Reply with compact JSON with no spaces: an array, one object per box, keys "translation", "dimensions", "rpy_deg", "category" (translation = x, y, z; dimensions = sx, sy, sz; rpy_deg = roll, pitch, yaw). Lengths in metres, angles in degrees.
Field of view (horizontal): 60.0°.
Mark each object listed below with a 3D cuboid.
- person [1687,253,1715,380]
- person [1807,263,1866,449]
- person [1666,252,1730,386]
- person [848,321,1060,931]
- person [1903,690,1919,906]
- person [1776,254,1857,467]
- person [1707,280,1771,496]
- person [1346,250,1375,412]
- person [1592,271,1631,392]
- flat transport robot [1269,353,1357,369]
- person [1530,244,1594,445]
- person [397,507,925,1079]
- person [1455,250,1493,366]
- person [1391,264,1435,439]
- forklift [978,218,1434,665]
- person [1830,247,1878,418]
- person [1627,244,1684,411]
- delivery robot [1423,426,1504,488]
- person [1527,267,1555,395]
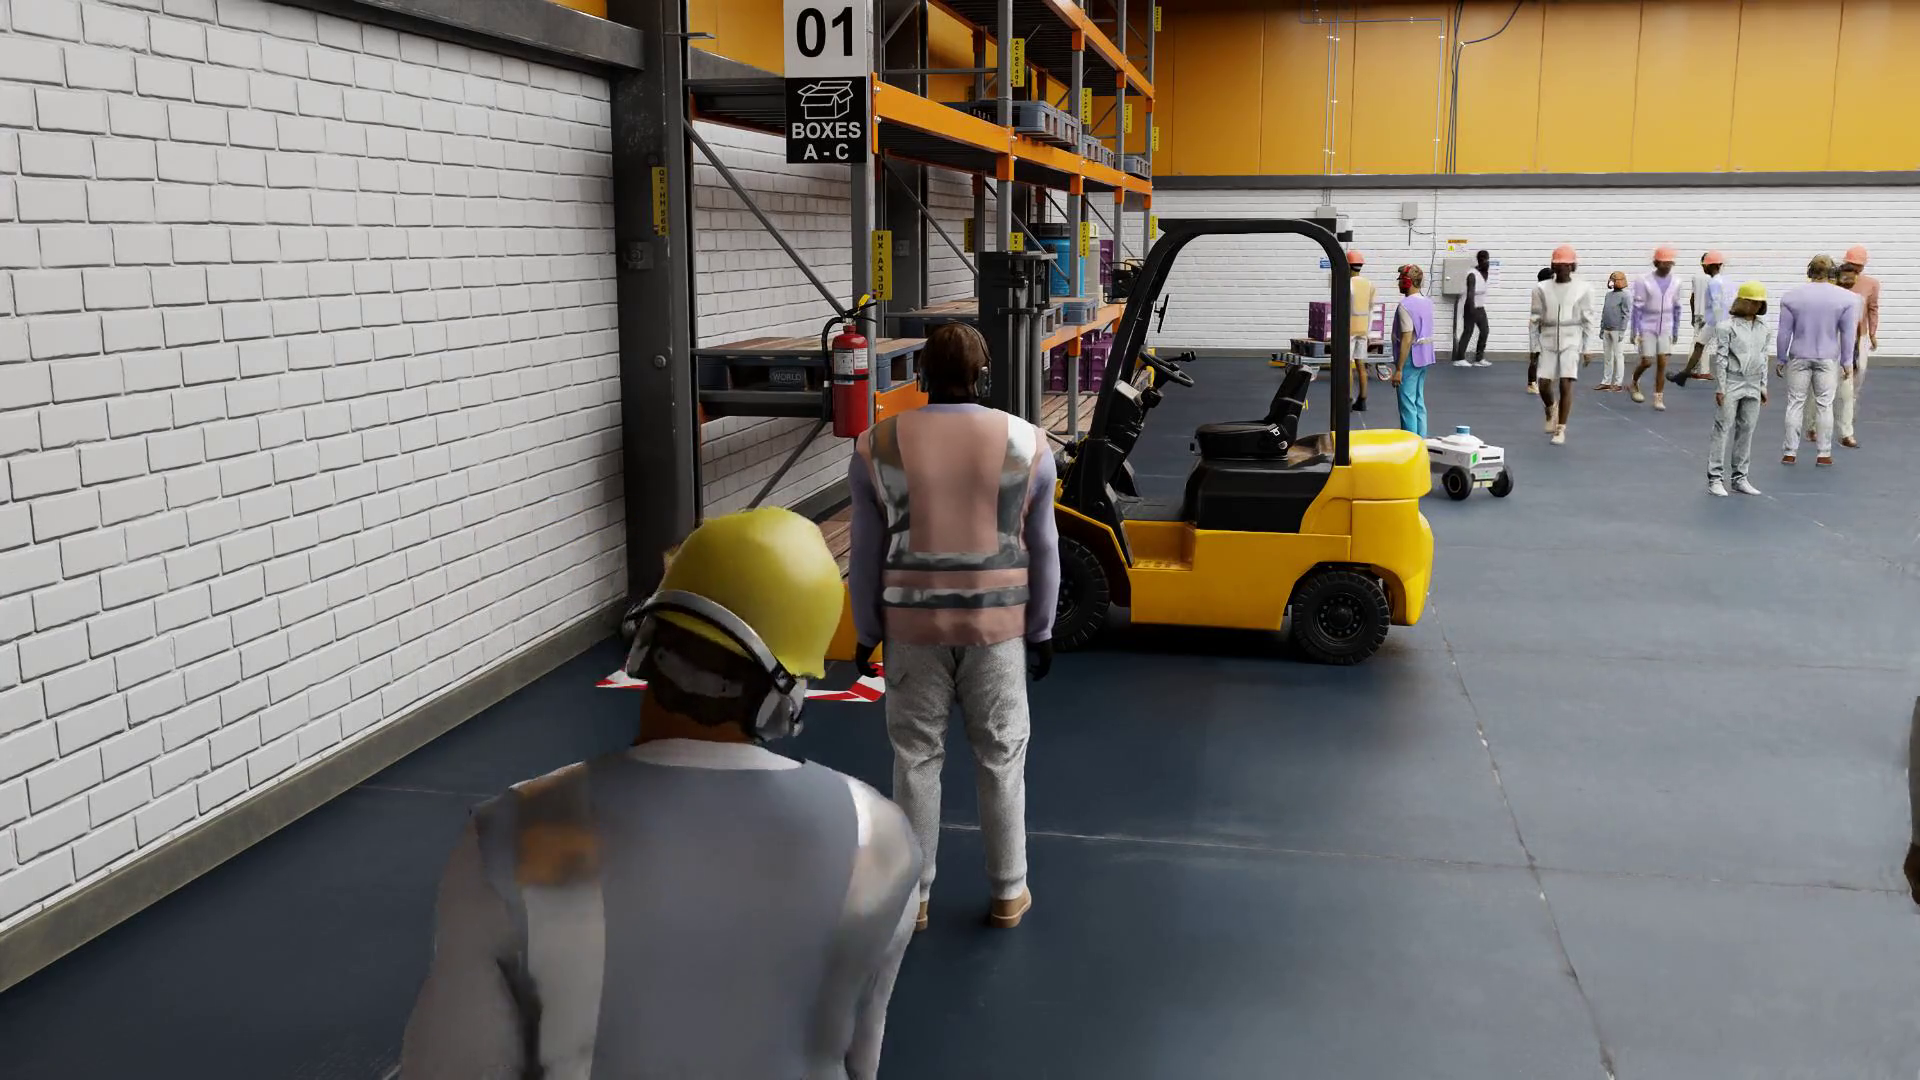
[{"translation":[10.937,-3.280,24.395],"dimensions":[0.328,1.873,0.512],"rpy_deg":[-4,11,-22],"category":"person"},{"translation":[8.825,-1.863,16.733],"dimensions":[0.547,1.838,0.807],"rpy_deg":[0,10,2],"category":"person"},{"translation":[10.397,-3.040,23.045],"dimensions":[1.018,1.876,0.552],"rpy_deg":[10,14,42],"category":"person"},{"translation":[-0.017,0.268,5.025],"dimensions":[0.631,1.842,0.428],"rpy_deg":[0,10,-1],"category":"person"},{"translation":[2.174,0.585,3.101],"dimensions":[0.741,1.916,0.633],"rpy_deg":[-4,11,-21],"category":"person"},{"translation":[7.782,-1.629,15.162],"dimensions":[0.635,1.936,0.352],"rpy_deg":[6,12,29],"category":"person"},{"translation":[6.328,-1.217,13.482],"dimensions":[0.493,1.755,0.342],"rpy_deg":[-3,11,-15],"category":"person"},{"translation":[4.686,-2.495,19.910],"dimensions":[0.551,1.935,0.372],"rpy_deg":[-6,12,-30],"category":"person"},{"translation":[8.855,-2.824,22.541],"dimensions":[0.286,1.636,0.499],"rpy_deg":[-3,11,-16],"category":"person"},{"translation":[5.719,-2.870,26.535],"dimensions":[1.431,0.197,0.652],"rpy_deg":[9,14,42],"category":"flat transport robot"},{"translation":[6.101,-1.985,16.886],"dimensions":[0.615,2.028,0.602],"rpy_deg":[6,12,28],"category":"person"},{"translation":[-0.369,0.856,1.999],"dimensions":[0.671,1.778,0.576],"rpy_deg":[-4,11,-22],"category":"person"},{"translation":[8.300,-3.709,26.735],"dimensions":[0.613,1.868,0.716],"rpy_deg":[-9,13,-39],"category":"person"},{"translation":[4.087,-1.561,15.038],"dimensions":[0.373,1.843,0.571],"rpy_deg":[8,13,36],"category":"person"},{"translation":[1.285,-0.567,8.635],"dimensions":[2.313,2.155,1.214],"rpy_deg":[2,11,11],"category":"forklift"},{"translation":[10.183,-2.366,19.128],"dimensions":[0.669,1.967,0.498],"rpy_deg":[3,11,14],"category":"person"},{"translation":[8.415,-2.579,20.167],"dimensions":[0.639,2.012,0.697],"rpy_deg":[0,10,0],"category":"person"},{"translation":[4.063,-0.681,13.478],"dimensions":[0.477,0.478,0.707],"rpy_deg":[-5,12,-23],"category":"delivery robot"},{"translation":[7.738,-2.777,22.137],"dimensions":[0.322,1.689,0.530],"rpy_deg":[4,11,20],"category":"person"}]
